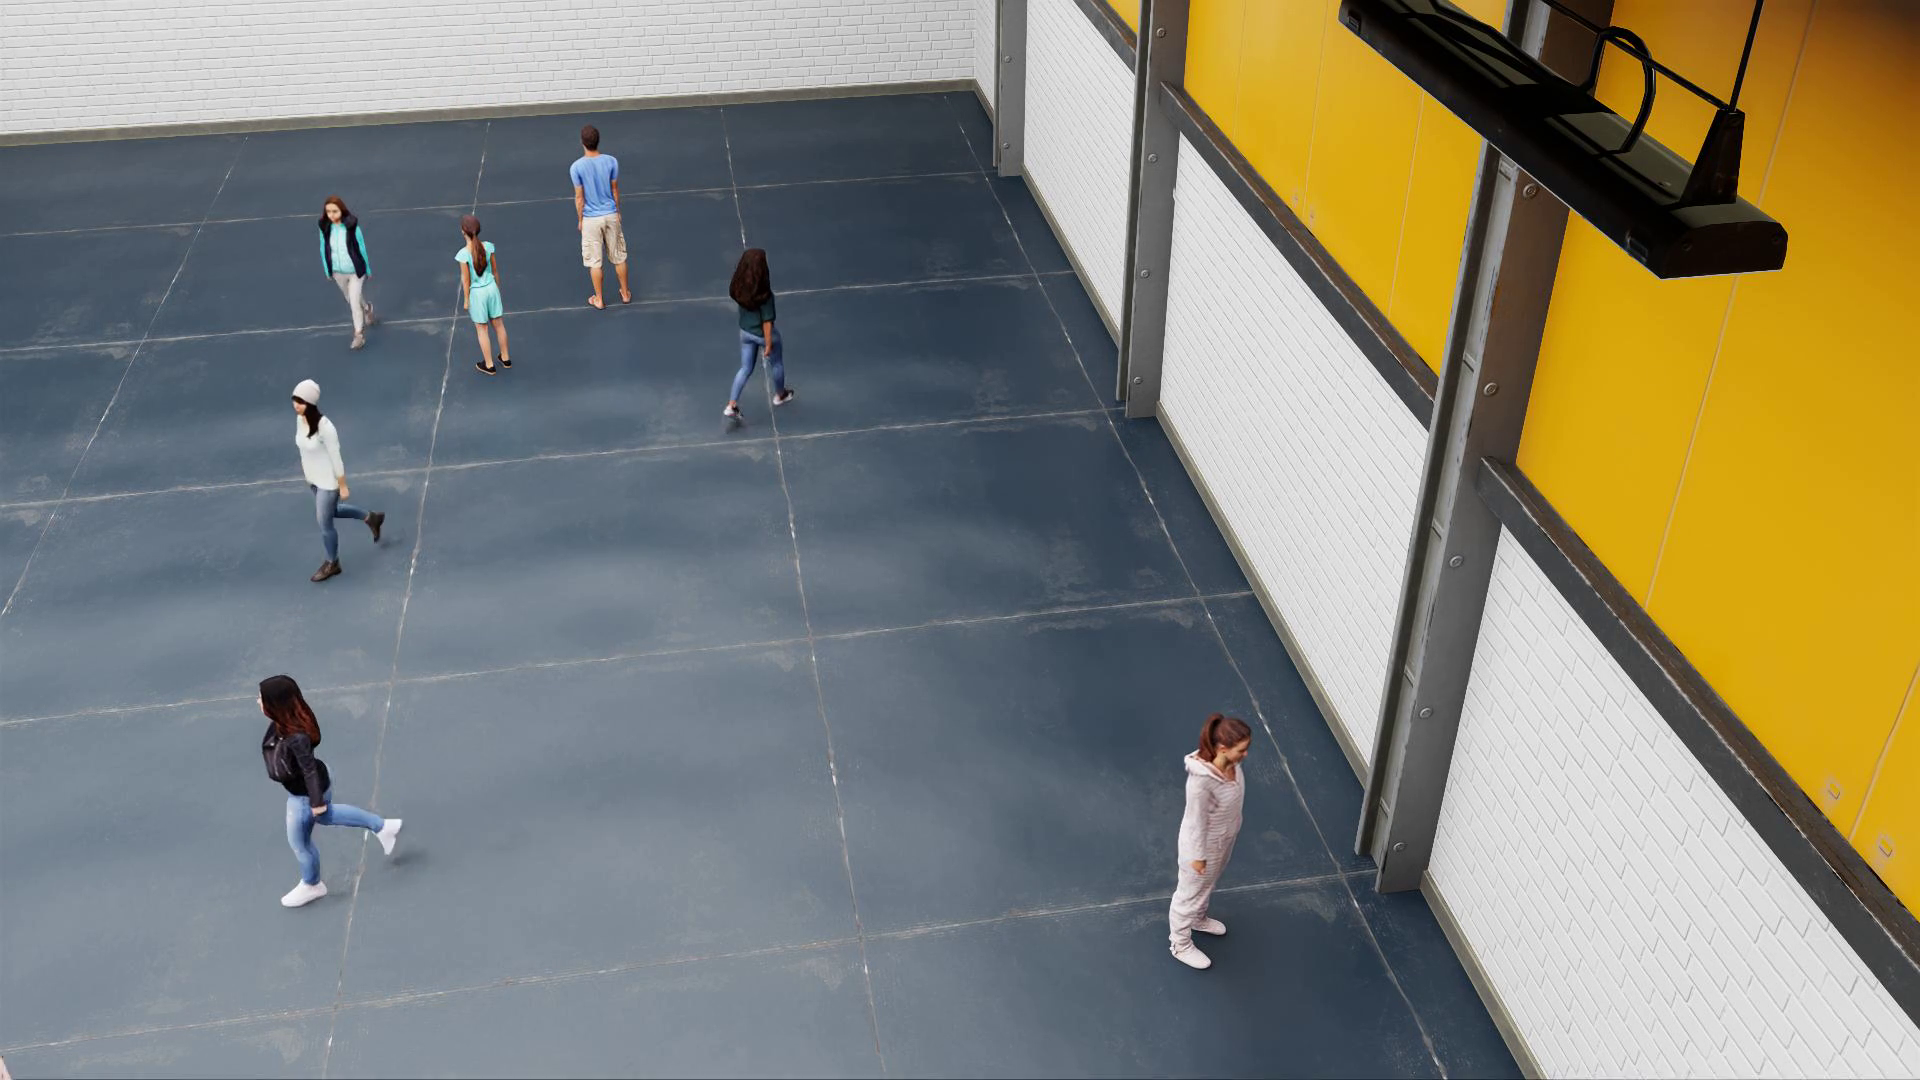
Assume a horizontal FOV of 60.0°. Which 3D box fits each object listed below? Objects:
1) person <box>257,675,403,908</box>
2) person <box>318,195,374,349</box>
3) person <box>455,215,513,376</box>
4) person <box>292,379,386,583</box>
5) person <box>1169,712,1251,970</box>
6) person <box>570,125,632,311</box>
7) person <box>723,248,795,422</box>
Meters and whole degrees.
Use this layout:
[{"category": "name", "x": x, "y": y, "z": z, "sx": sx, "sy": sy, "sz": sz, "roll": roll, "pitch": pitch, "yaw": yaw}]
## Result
[{"category": "person", "x": -3.773, "y": 1.438, "z": 9.812, "sx": 0.888, "sy": 1.610, "sz": 1.028, "roll": -16, "pitch": 37, "yaw": -22}, {"category": "person", "x": -5.894, "y": -2.644, "z": 16.069, "sx": 0.703, "sy": 1.481, "sz": 0.986, "roll": 1, "pitch": 34, "yaw": 2}, {"category": "person", "x": -4.441, "y": -2.291, "z": 15.470, "sx": 0.645, "sy": 1.557, "sz": 0.684, "roll": -27, "pitch": 42, "yaw": -35}, {"category": "person", "x": -4.792, "y": -0.498, "z": 12.709, "sx": 0.976, "sy": 1.626, "sz": 1.017, "roll": 23, "pitch": 40, "yaw": 30}, {"category": "person", "x": 1.384, "y": 1.661, "z": 9.405, "sx": 0.790, "sy": 1.690, "sz": 0.707, "roll": 17, "pitch": 37, "yaw": 23}, {"category": "person", "x": -3.584, "y": -3.222, "z": 16.594, "sx": 0.714, "sy": 1.864, "sz": 0.684, "roll": -17, "pitch": 37, "yaw": -24}, {"category": "person", "x": -1.845, "y": -1.791, "z": 14.690, "sx": 1.022, "sy": 1.588, "sz": 1.104, "roll": 20, "pitch": 38, "yaw": 27}]
